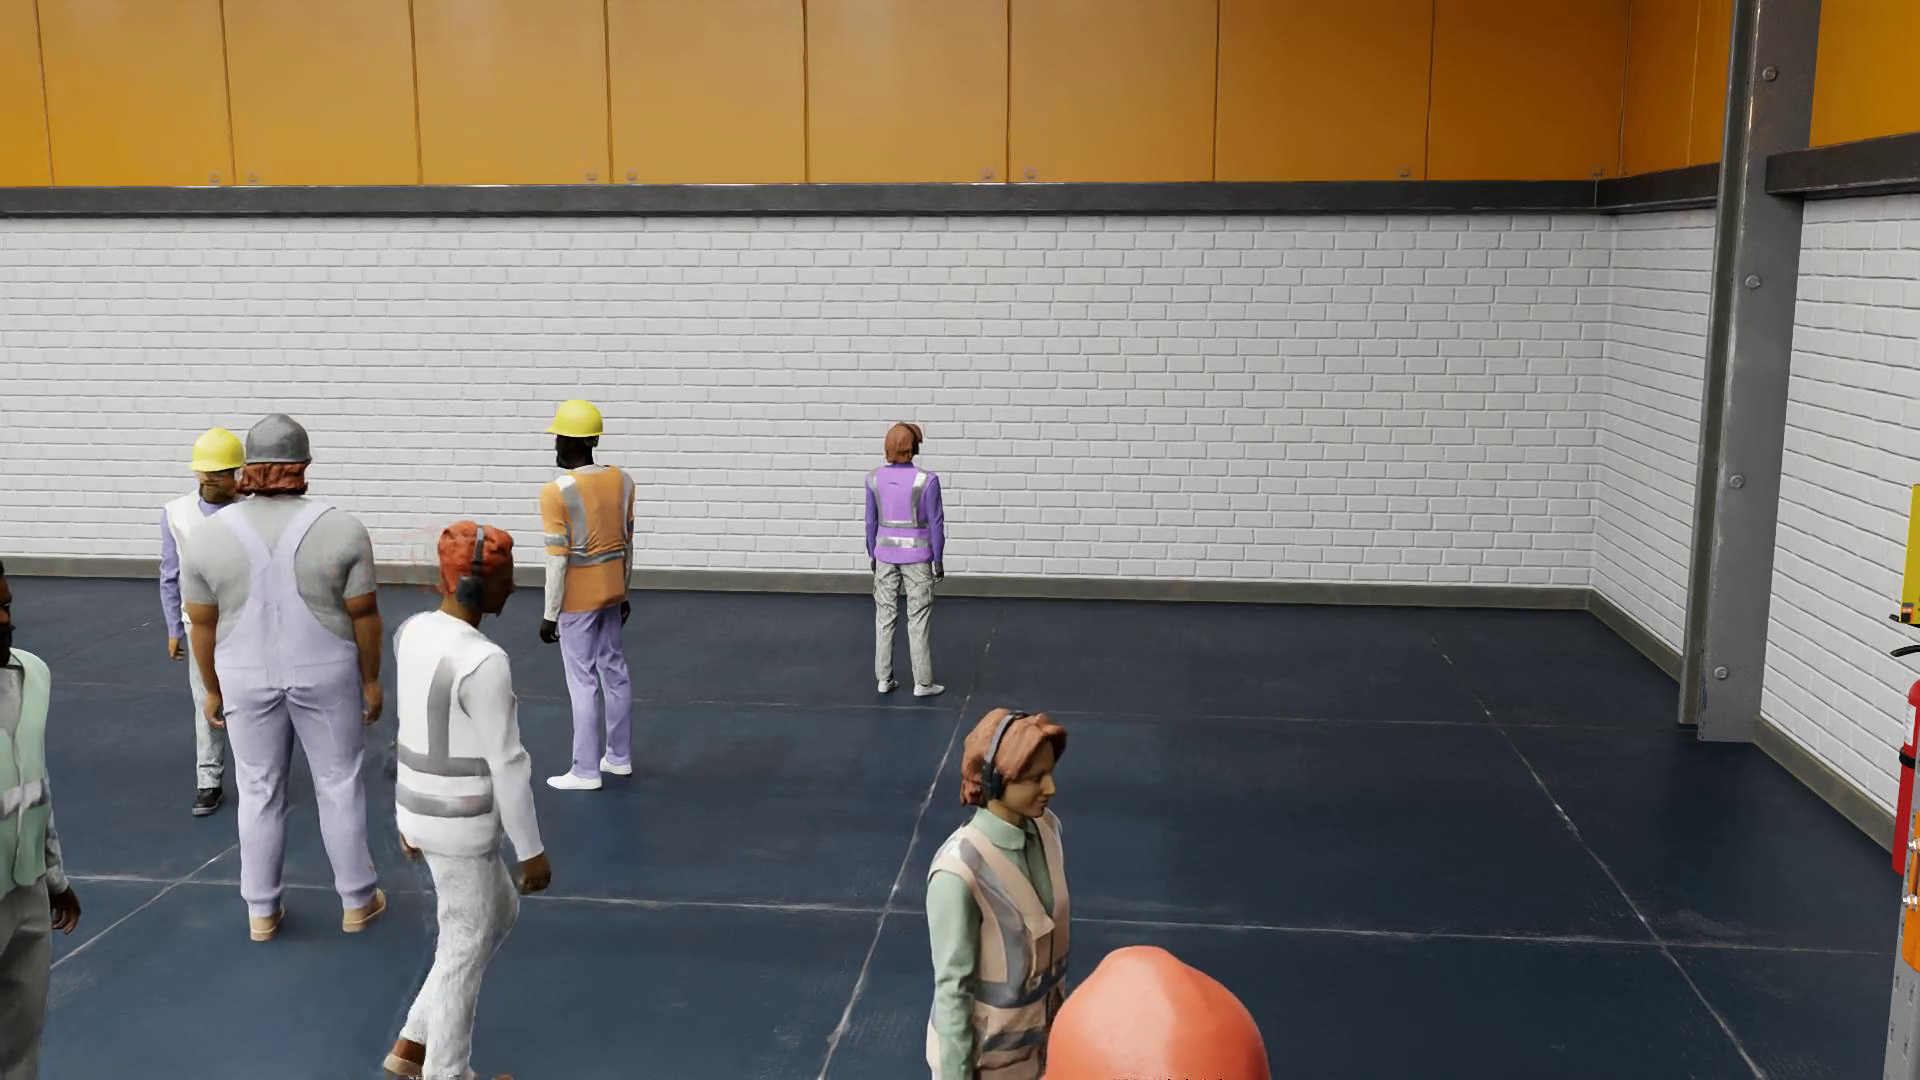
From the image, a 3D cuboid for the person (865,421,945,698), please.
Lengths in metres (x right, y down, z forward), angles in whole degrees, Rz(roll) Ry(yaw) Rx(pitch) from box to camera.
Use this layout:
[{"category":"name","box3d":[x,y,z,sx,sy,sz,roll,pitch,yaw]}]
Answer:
[{"category":"person","box3d":[-0.327,0.122,9.850,0.514,1.645,0.309,5,11,24]}]

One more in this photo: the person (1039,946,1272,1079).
[{"category":"person","box3d":[0.209,1.381,1.826,0.542,1.928,0.380,-4,11,-24]}]

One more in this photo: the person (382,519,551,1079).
[{"category":"person","box3d":[-1.483,0.858,5.009,0.440,1.865,0.584,-8,12,-37]}]

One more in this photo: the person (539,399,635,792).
[{"category":"person","box3d":[-1.833,0.272,8.169,0.357,1.930,0.591,6,11,29]}]

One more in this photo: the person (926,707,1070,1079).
[{"category":"person","box3d":[0.089,1.182,3.804,0.315,1.636,0.515,5,11,28]}]

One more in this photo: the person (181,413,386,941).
[{"category":"person","box3d":[-2.582,0.518,6.446,0.688,2.000,0.536,-2,10,-12]}]

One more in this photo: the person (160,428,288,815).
[{"category":"person","box3d":[-3.426,0.382,7.830,0.595,1.828,0.403,-3,10,-17]}]

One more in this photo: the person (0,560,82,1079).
[{"category":"person","box3d":[-2.563,0.947,4.340,0.372,1.916,0.597,1,10,7]}]
